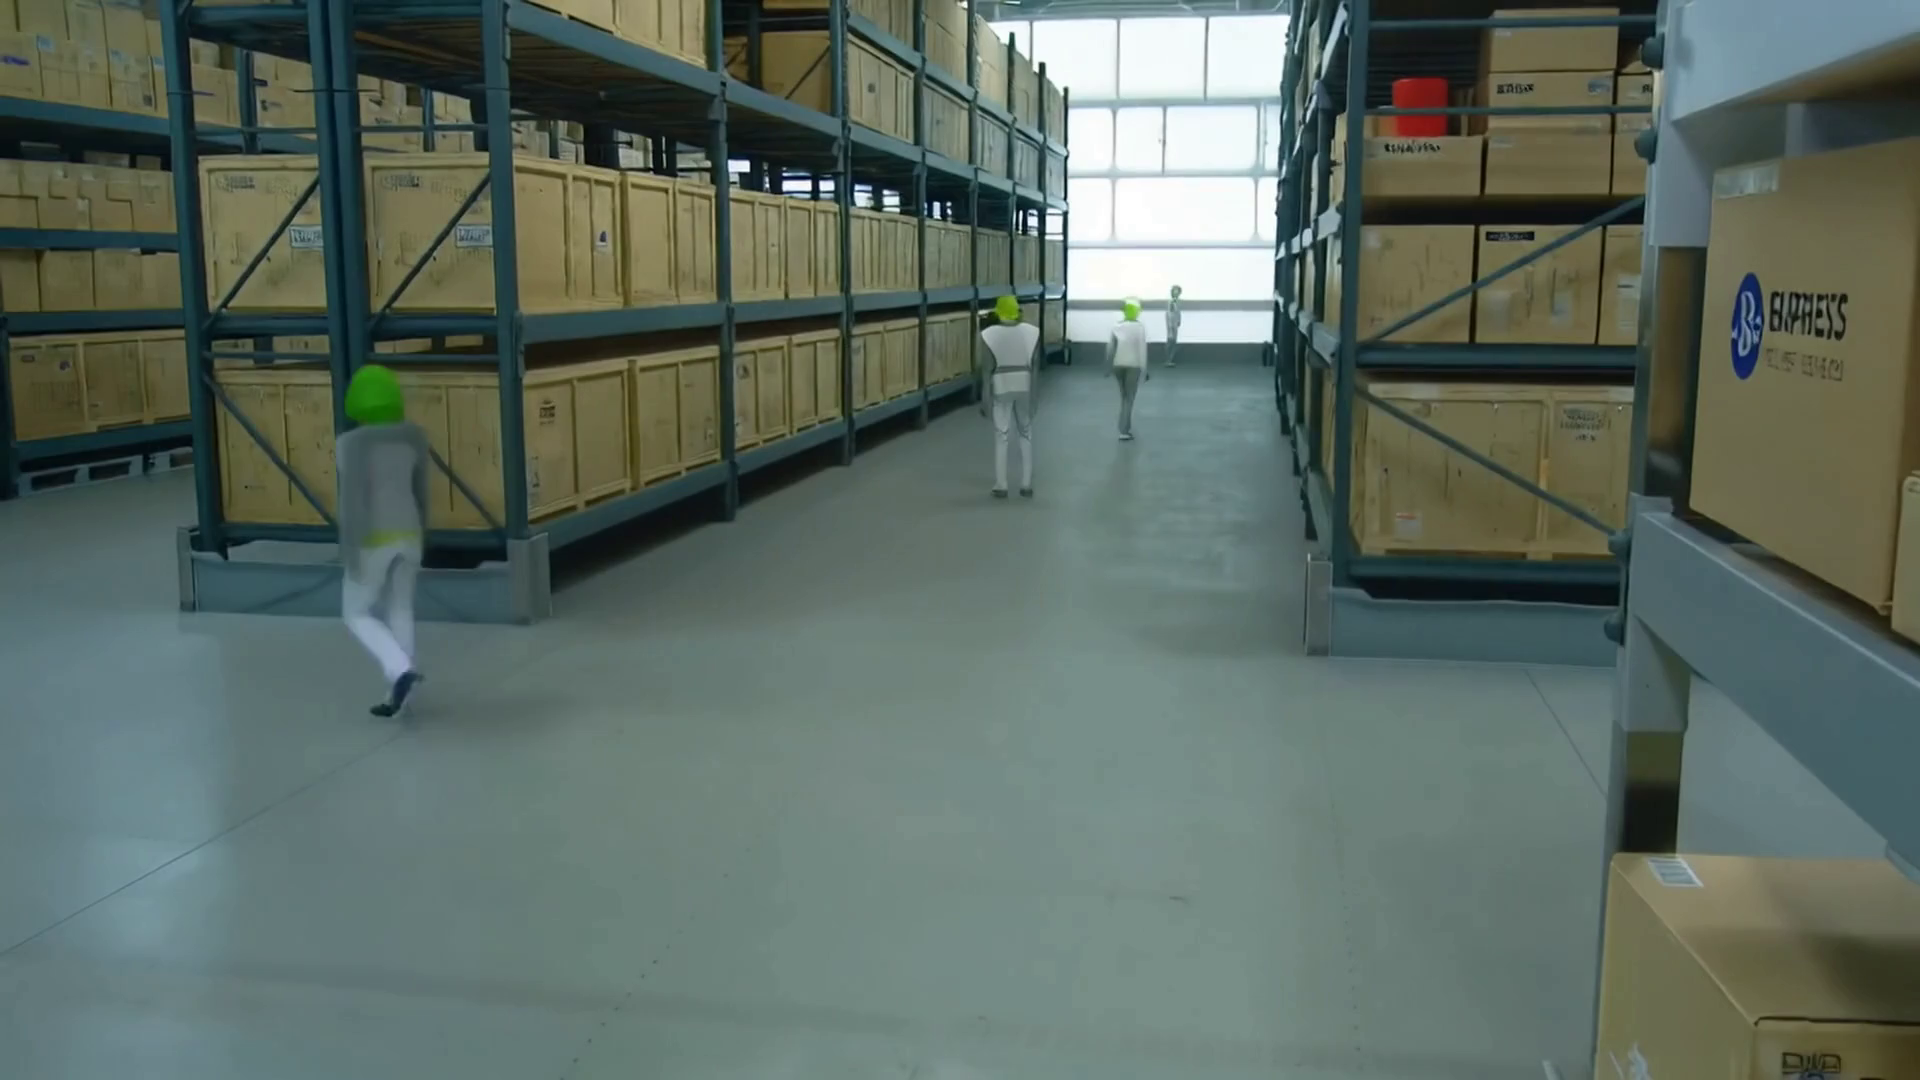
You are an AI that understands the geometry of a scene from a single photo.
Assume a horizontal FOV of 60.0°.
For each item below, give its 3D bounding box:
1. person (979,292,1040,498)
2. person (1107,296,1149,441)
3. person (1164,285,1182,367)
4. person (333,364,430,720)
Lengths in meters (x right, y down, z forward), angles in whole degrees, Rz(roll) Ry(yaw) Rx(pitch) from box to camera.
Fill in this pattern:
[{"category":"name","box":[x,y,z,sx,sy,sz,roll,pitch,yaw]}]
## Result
[{"category":"person","box":[0.449,-1.290,14.899,0.564,1.842,0.393,-3,10,-18]},{"category":"person","box":[2.067,-2.080,20.171,0.580,1.727,0.774,8,12,40]},{"category":"person","box":[4.544,-4.540,35.391,0.358,1.742,0.557,3,10,19]},{"category":"person","box":[-2.531,0.032,7.394,0.431,1.621,0.504,7,11,36]}]
